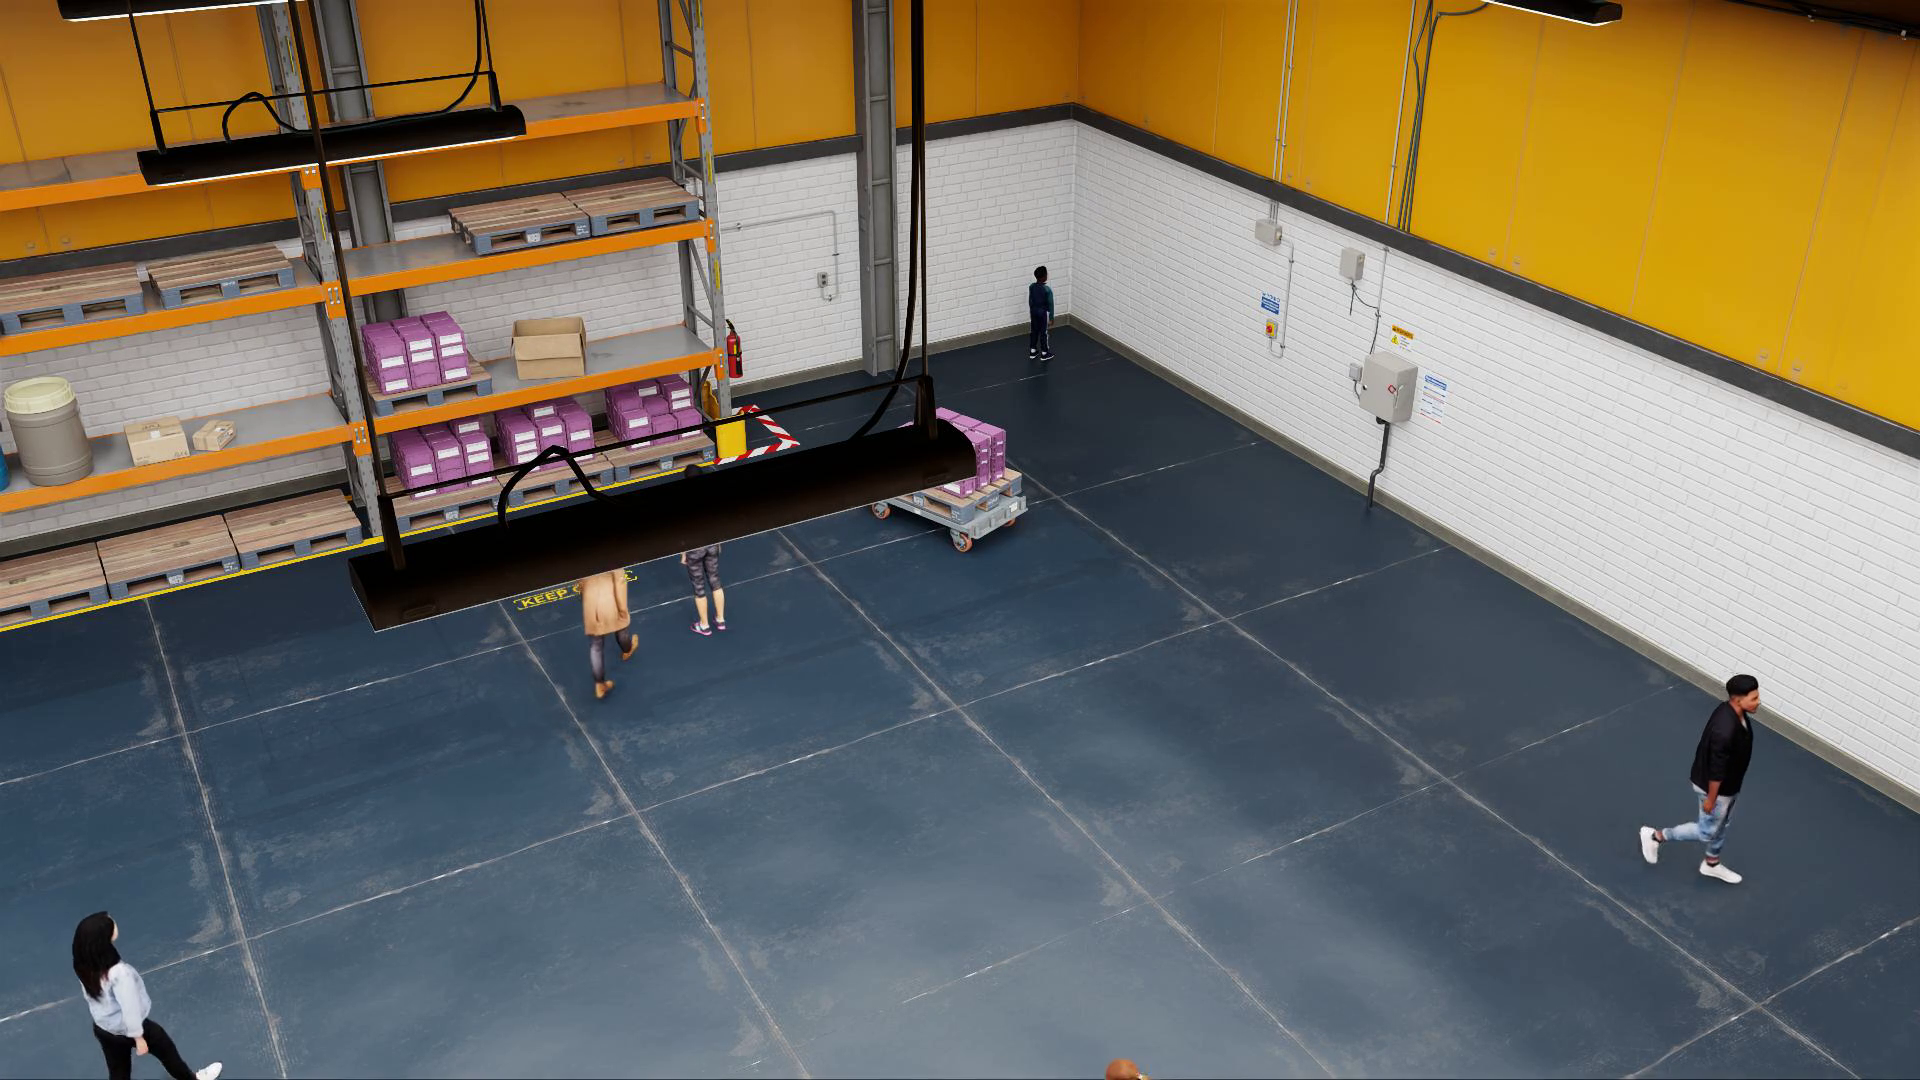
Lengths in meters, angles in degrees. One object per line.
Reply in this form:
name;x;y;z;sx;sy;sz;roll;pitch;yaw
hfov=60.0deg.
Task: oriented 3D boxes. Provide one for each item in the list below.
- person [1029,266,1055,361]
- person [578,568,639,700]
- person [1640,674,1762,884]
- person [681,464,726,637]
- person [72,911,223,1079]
person;1.045;-2.961;21.609;0.570;1.256;0.582;18;33;29
person;-3.169;0.601;14.638;1.147;1.677;1.150;5;29;9
person;5.574;1.759;12.393;1.026;1.794;1.060;17;33;28
person;-2.413;0.088;15.528;0.503;1.726;0.657;-20;34;-32
person;-5.176;3.037;10.163;0.946;1.686;1.066;12;31;21
